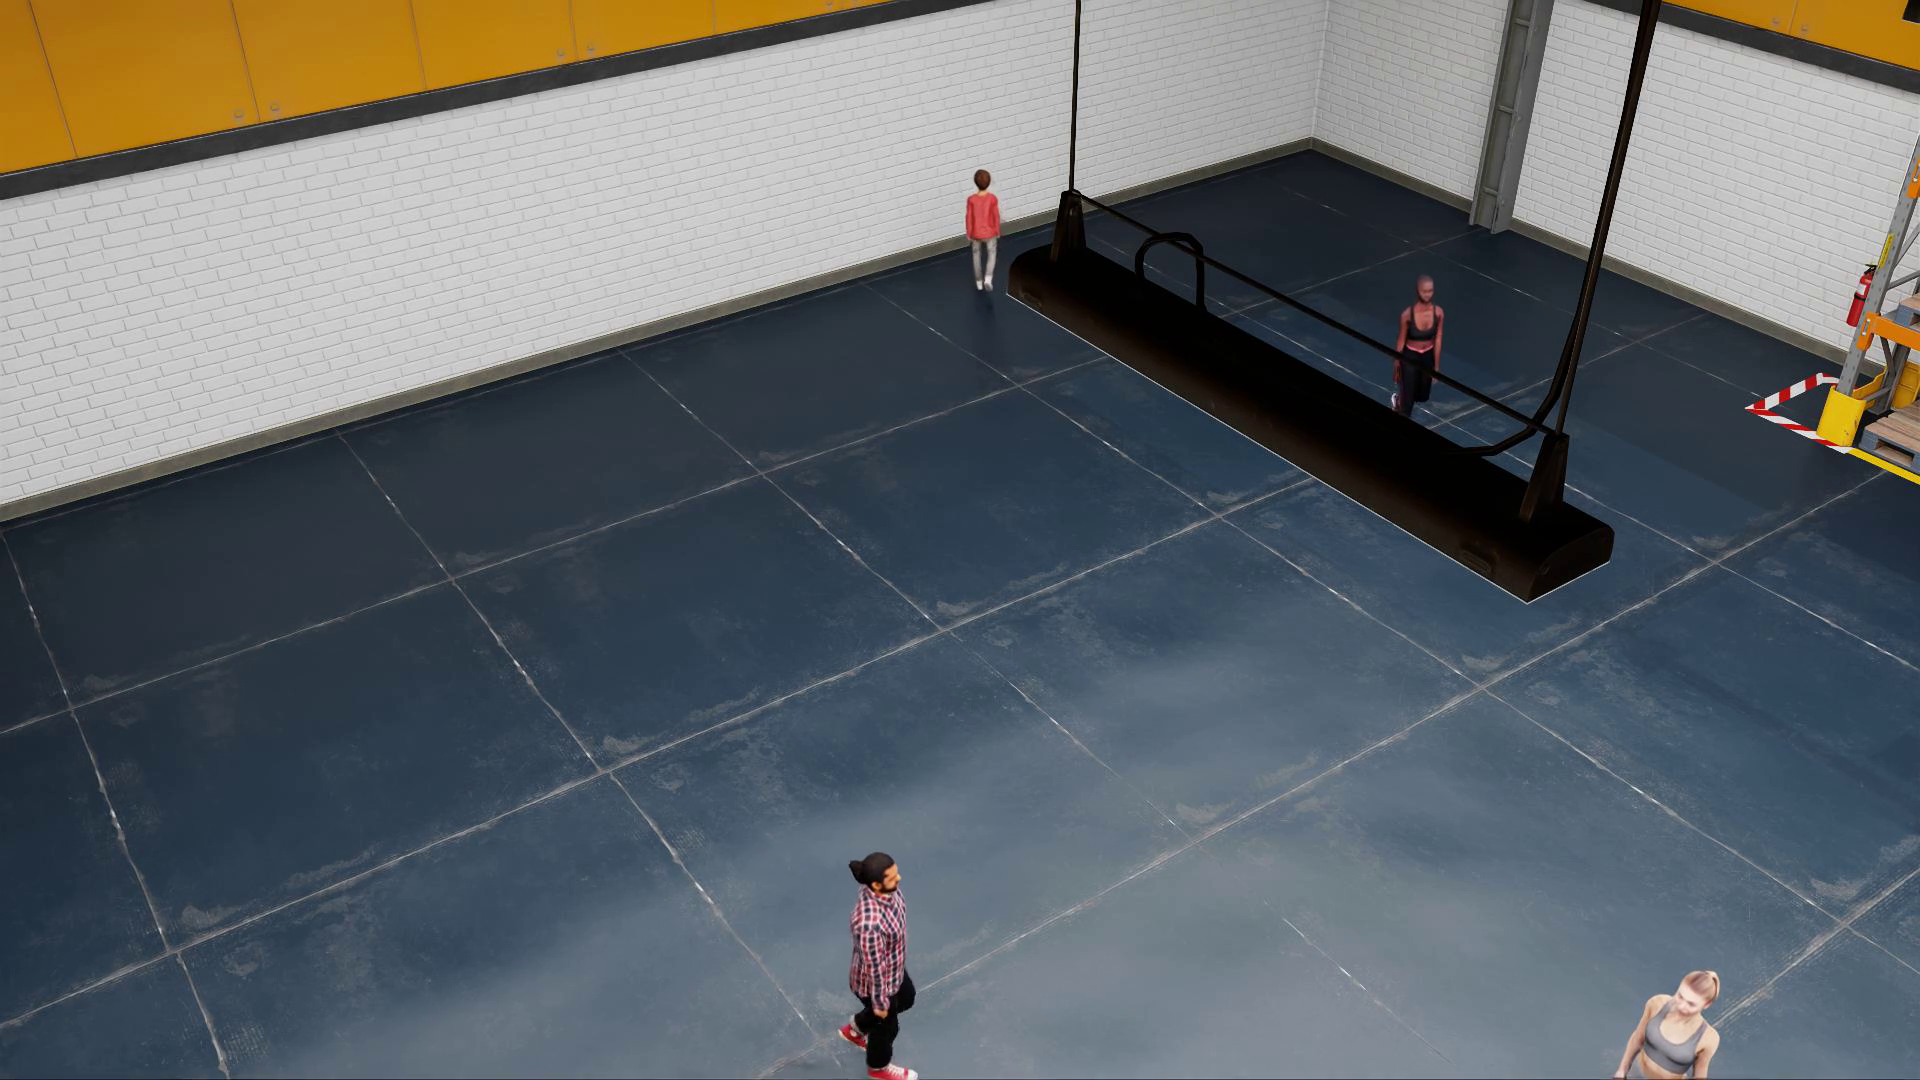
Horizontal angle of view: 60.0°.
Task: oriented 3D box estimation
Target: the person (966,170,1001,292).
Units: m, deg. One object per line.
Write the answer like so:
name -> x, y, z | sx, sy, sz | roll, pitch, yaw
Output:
person -> 0.261, -3.398, 18.429 | 0.717, 1.412, 0.802 | 0, 34, -1

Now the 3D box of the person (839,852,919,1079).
person -> -0.520, 2.424, 9.366 | 0.918, 1.748, 0.856 | 4, 34, 6

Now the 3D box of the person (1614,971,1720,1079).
person -> 3.669, 2.868, 8.738 | 0.635, 1.705, 0.490 | -24, 40, -32

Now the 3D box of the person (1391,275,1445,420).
person -> 4.242, -1.675, 15.538 | 0.872, 1.743, 1.084 | -4, 34, -6
